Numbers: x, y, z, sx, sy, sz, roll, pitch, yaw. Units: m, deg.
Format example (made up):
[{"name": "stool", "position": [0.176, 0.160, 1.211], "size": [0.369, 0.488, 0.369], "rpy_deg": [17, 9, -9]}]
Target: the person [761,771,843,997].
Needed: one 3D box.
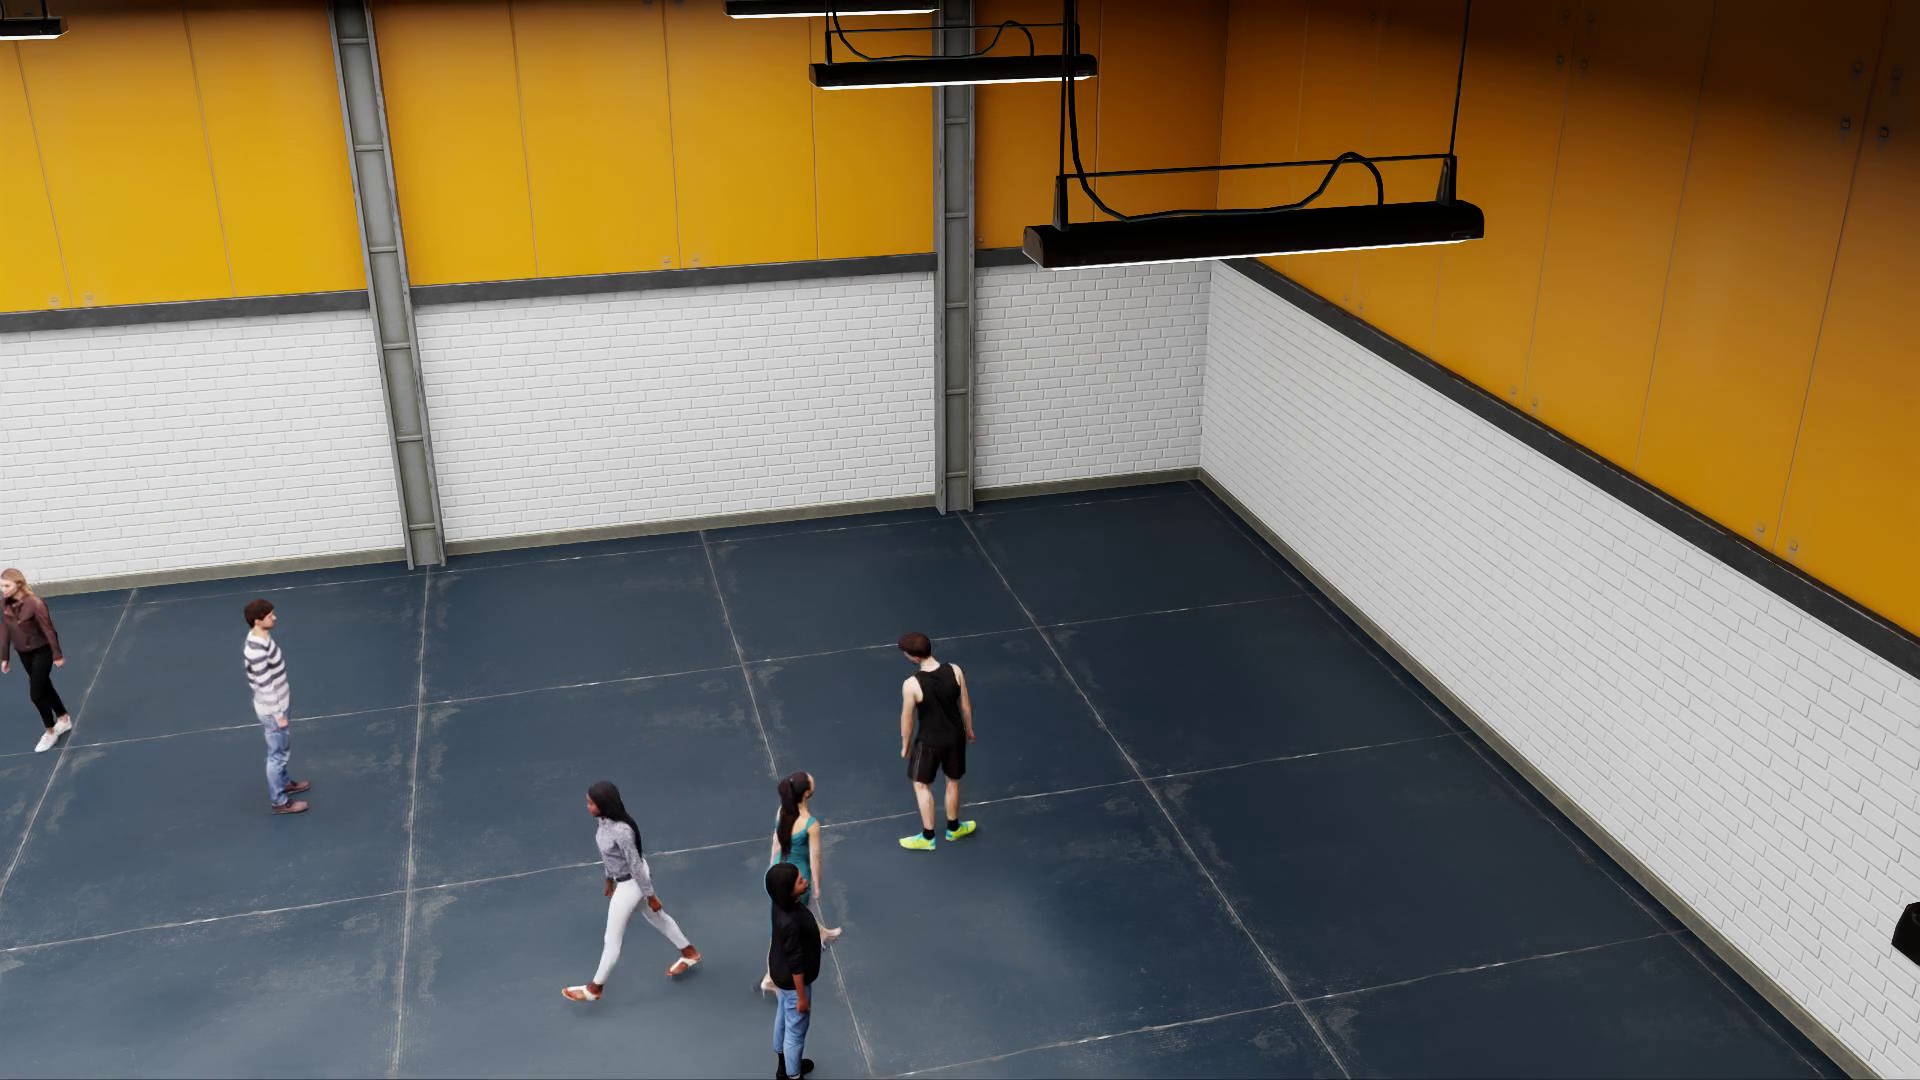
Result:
[{"name": "person", "position": [-1.195, 2.382, 11.375], "size": [0.907, 1.634, 1.103], "rpy_deg": [21, 31, 39]}]

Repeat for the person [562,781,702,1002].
[{"name": "person", "position": [-2.158, 2.378, 11.359], "size": [1.253, 1.654, 0.753], "rpy_deg": [-11, 26, -23]}]

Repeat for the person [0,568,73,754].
[{"name": "person", "position": [-8.024, 0.968, 14.552], "size": [0.813, 1.681, 0.861], "rpy_deg": [8, 25, 18]}]

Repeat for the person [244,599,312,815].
[{"name": "person", "position": [-5.607, 1.332, 13.511], "size": [0.528, 1.847, 0.658], "rpy_deg": [-7, 25, -16]}]

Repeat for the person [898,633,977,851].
[{"name": "person", "position": [-0.111, 1.552, 12.996], "size": [0.505, 1.857, 0.894], "rpy_deg": [-2, 24, -4]}]

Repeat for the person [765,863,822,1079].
[{"name": "person", "position": [-1.057, 2.756, 10.435], "size": [0.544, 1.701, 0.574], "rpy_deg": [-8, 25, -17]}]
